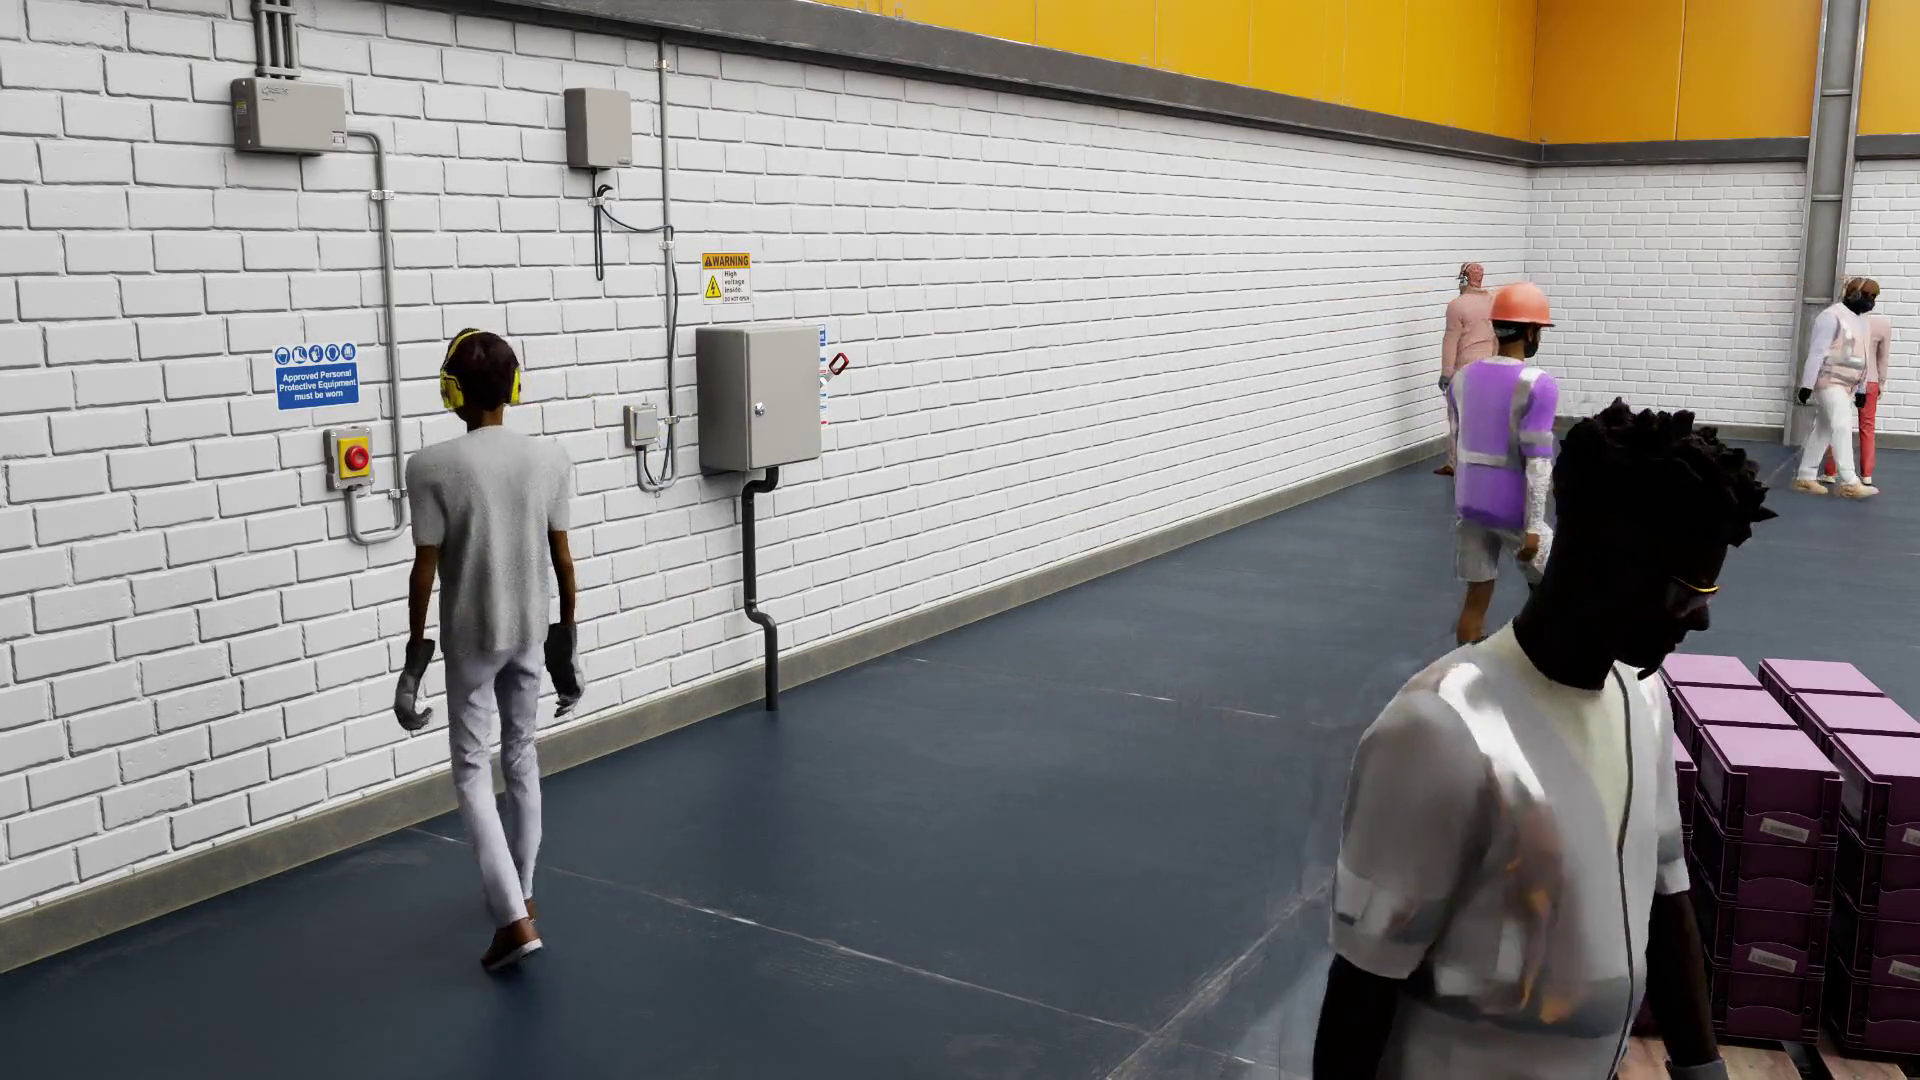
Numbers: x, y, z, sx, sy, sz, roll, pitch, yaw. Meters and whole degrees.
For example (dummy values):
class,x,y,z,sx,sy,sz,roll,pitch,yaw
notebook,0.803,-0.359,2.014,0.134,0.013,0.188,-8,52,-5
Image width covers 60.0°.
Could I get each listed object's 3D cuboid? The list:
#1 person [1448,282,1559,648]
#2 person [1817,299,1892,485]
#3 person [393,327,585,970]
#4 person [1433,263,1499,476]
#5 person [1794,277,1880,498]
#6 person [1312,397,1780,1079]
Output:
class,x,y,z,sx,sy,sz,roll,pitch,yaw
person,2.355,-0.141,7.187,0.470,1.923,0.552,-8,13,-37
person,7.701,-1.350,14.345,0.522,1.758,0.349,2,10,13
person,-1.377,0.319,4.884,0.571,1.884,0.587,-8,13,-38
person,4.541,-1.524,14.912,0.646,1.903,0.401,-6,12,-31
person,7.286,-1.235,13.611,0.688,1.796,0.846,-8,13,-36
person,0.767,0.766,2.220,0.974,1.894,0.636,10,14,43
